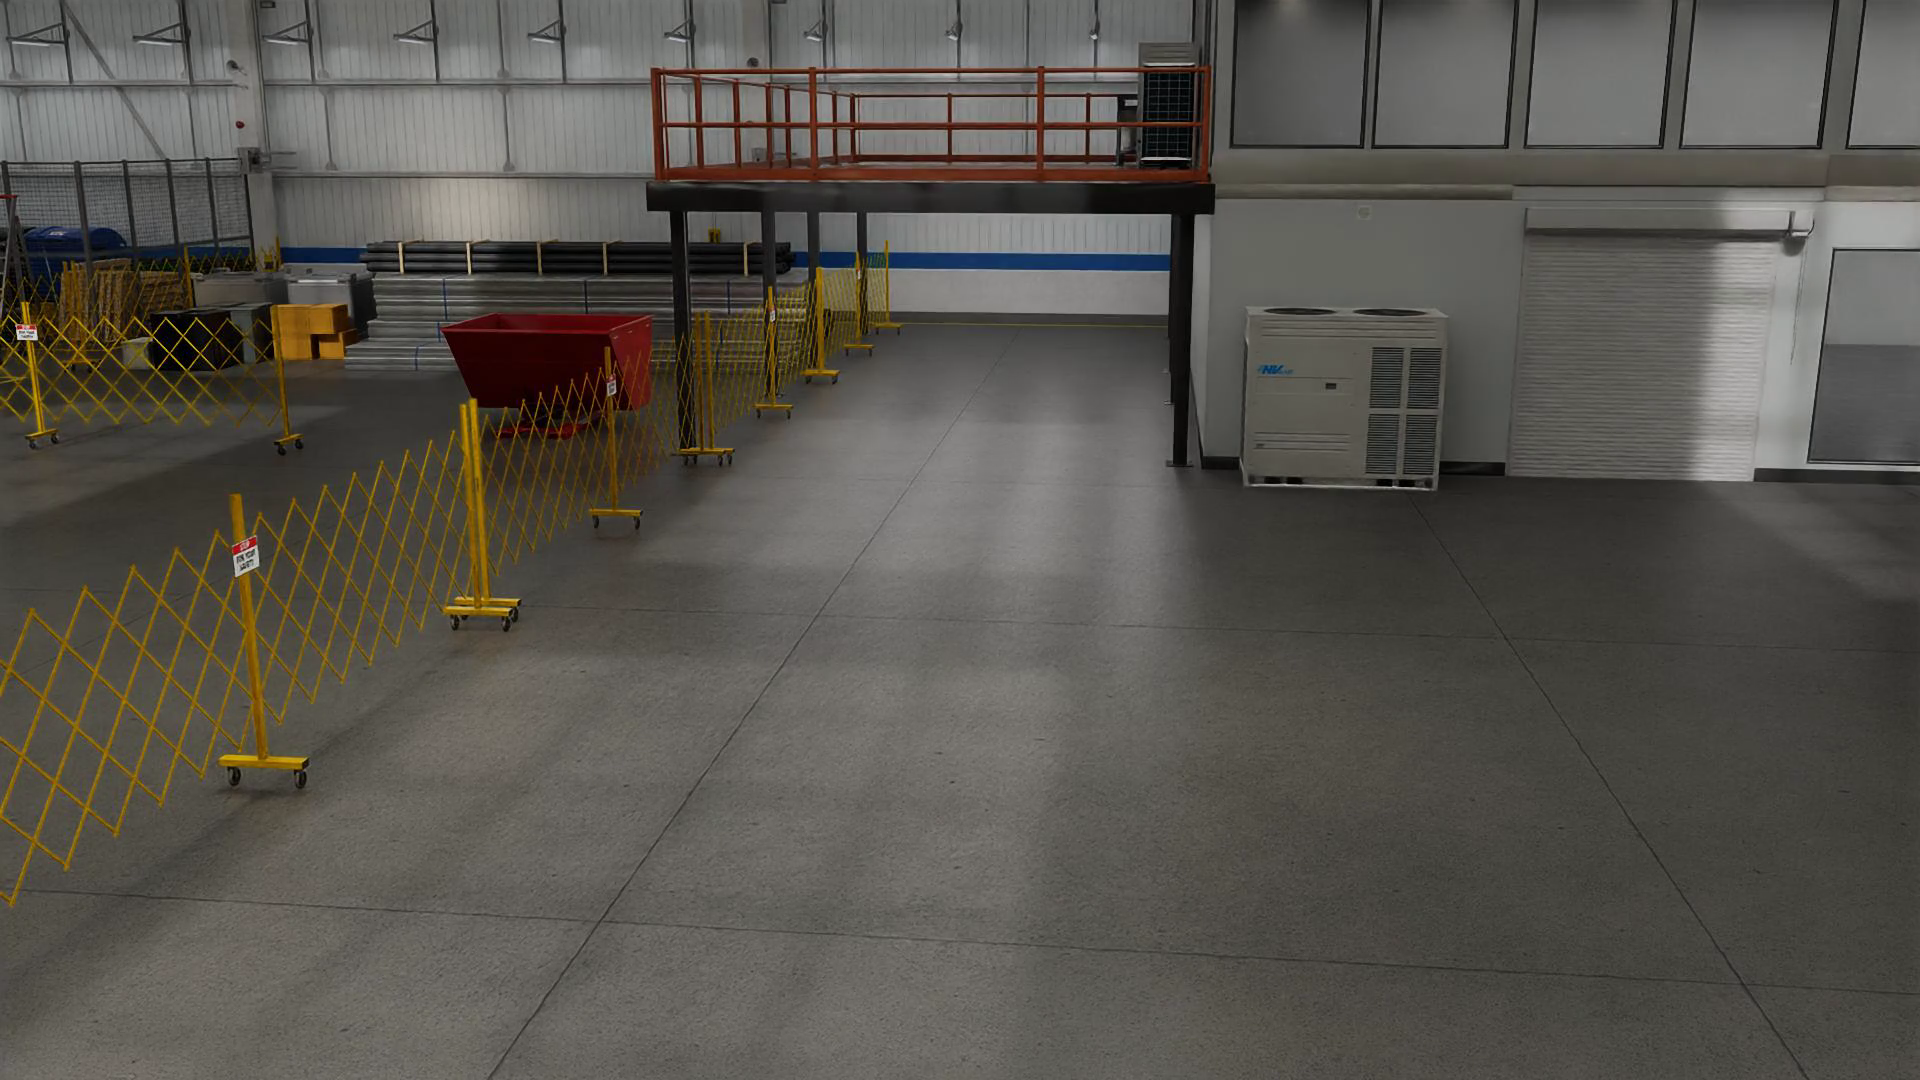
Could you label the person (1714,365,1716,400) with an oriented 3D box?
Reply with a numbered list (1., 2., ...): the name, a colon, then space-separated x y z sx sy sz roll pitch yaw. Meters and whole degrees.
1. person: 8.114 -1.648 18.099 0.280 1.632 0.501 -5 15 -21
